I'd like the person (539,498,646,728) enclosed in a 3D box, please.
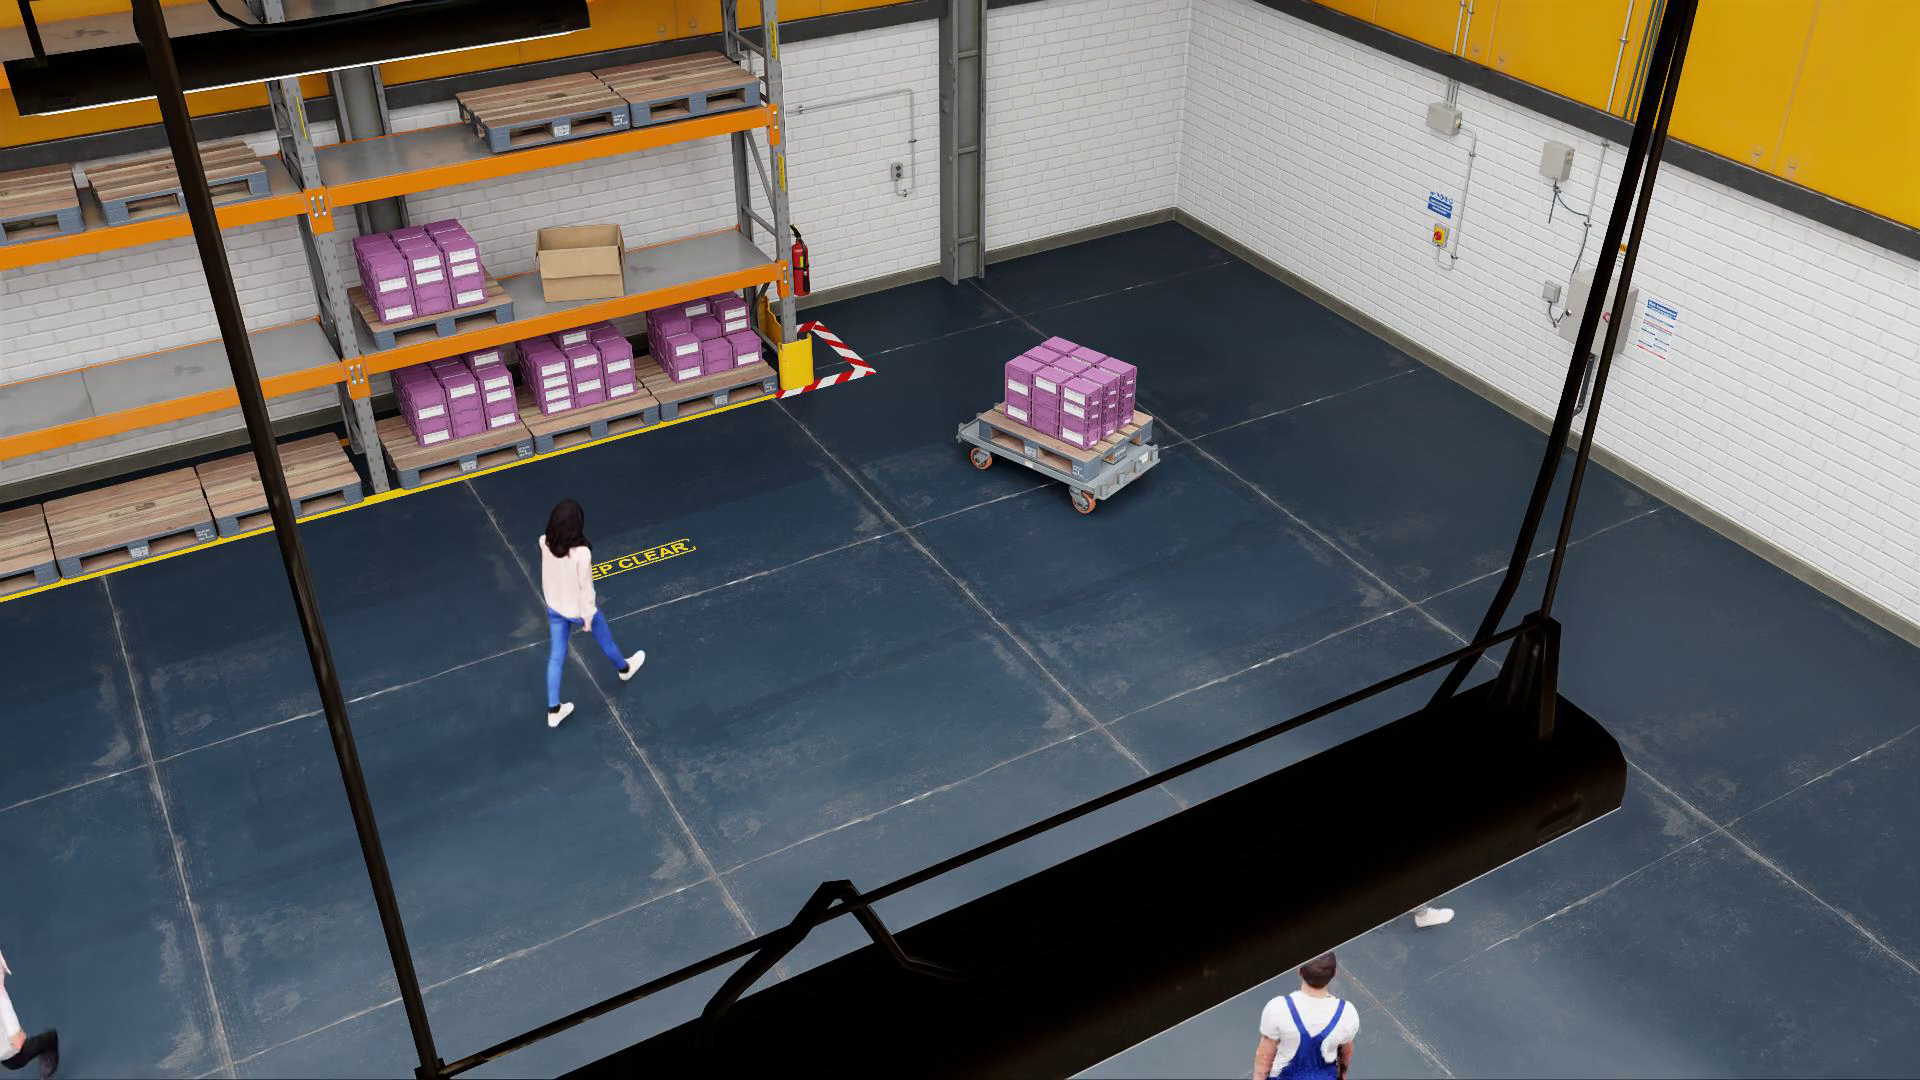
[{"bbox_3d":[-2.786,0.548,11.669,1.031,1.709,1.239,17,37,24],"label":"person"}]

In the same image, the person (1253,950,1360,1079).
[{"bbox_3d":[1.677,2.781,8.214,1.155,1.814,1.142,4,34,6],"label":"person"}]
